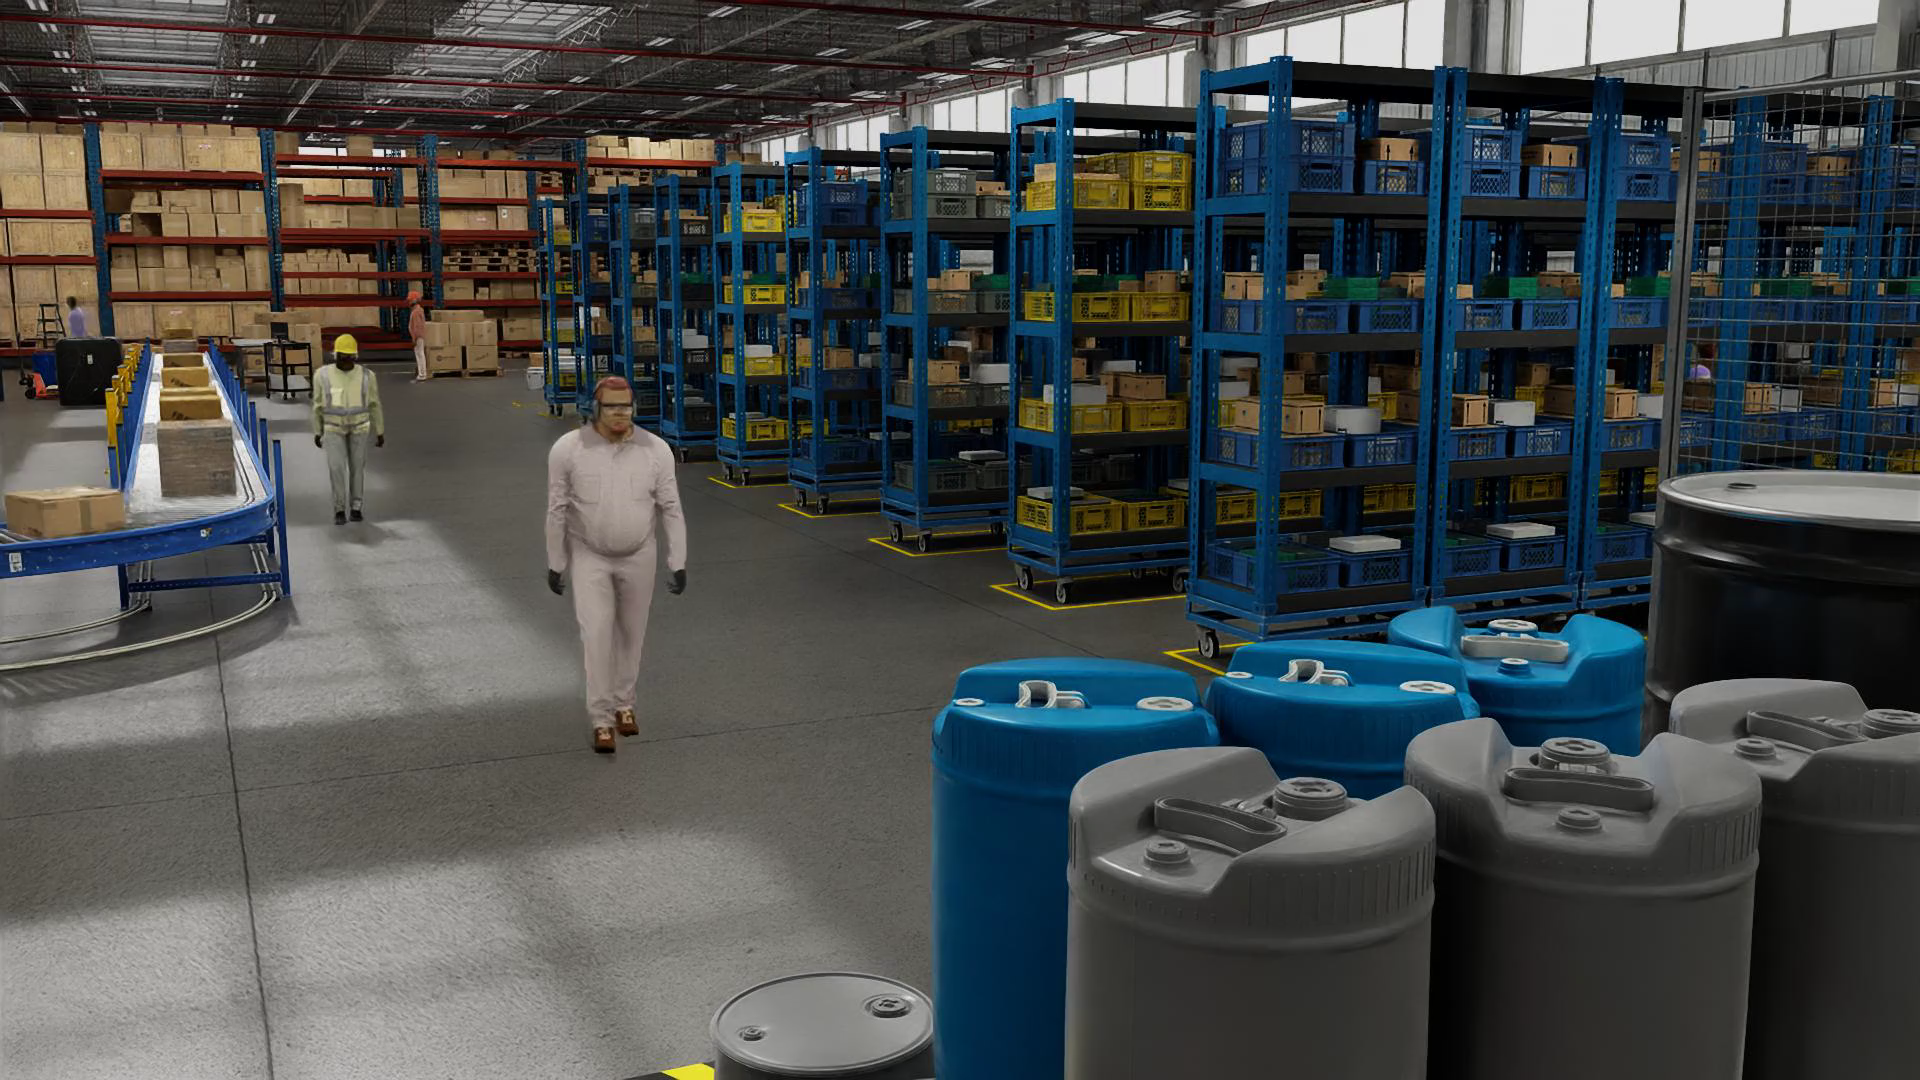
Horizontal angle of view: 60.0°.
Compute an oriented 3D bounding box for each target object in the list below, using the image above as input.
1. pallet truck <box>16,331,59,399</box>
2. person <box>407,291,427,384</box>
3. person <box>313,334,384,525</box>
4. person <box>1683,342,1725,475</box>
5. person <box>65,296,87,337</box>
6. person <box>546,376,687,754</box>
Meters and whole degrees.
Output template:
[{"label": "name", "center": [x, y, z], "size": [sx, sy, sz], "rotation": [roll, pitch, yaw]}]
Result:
[{"label": "pallet truck", "center": [-17.082, -3.353, 31.781], "size": [1.630, 1.274, 0.653], "rotation": [-4, 10, -25]}, {"label": "person", "center": [-11.737, -4.376, 35.970], "size": [0.375, 1.997, 0.612], "rotation": [-2, 9, -11]}, {"label": "person", "center": [-5.814, -1.045, 15.862], "size": [0.624, 1.807, 0.718], "rotation": [-5, 10, -26]}, {"label": "person", "center": [6.718, -0.939, 15.187], "size": [0.408, 1.831, 0.575], "rotation": [4, 10, 21]}, {"label": "person", "center": [-19.775, -4.519, 37.215], "size": [1.046, 1.885, 0.643], "rotation": [-3, 10, -16]}, {"label": "person", "center": [-1.710, 0.123, 8.406], "size": [0.685, 1.873, 0.840], "rotation": [-4, 10, -21]}]
